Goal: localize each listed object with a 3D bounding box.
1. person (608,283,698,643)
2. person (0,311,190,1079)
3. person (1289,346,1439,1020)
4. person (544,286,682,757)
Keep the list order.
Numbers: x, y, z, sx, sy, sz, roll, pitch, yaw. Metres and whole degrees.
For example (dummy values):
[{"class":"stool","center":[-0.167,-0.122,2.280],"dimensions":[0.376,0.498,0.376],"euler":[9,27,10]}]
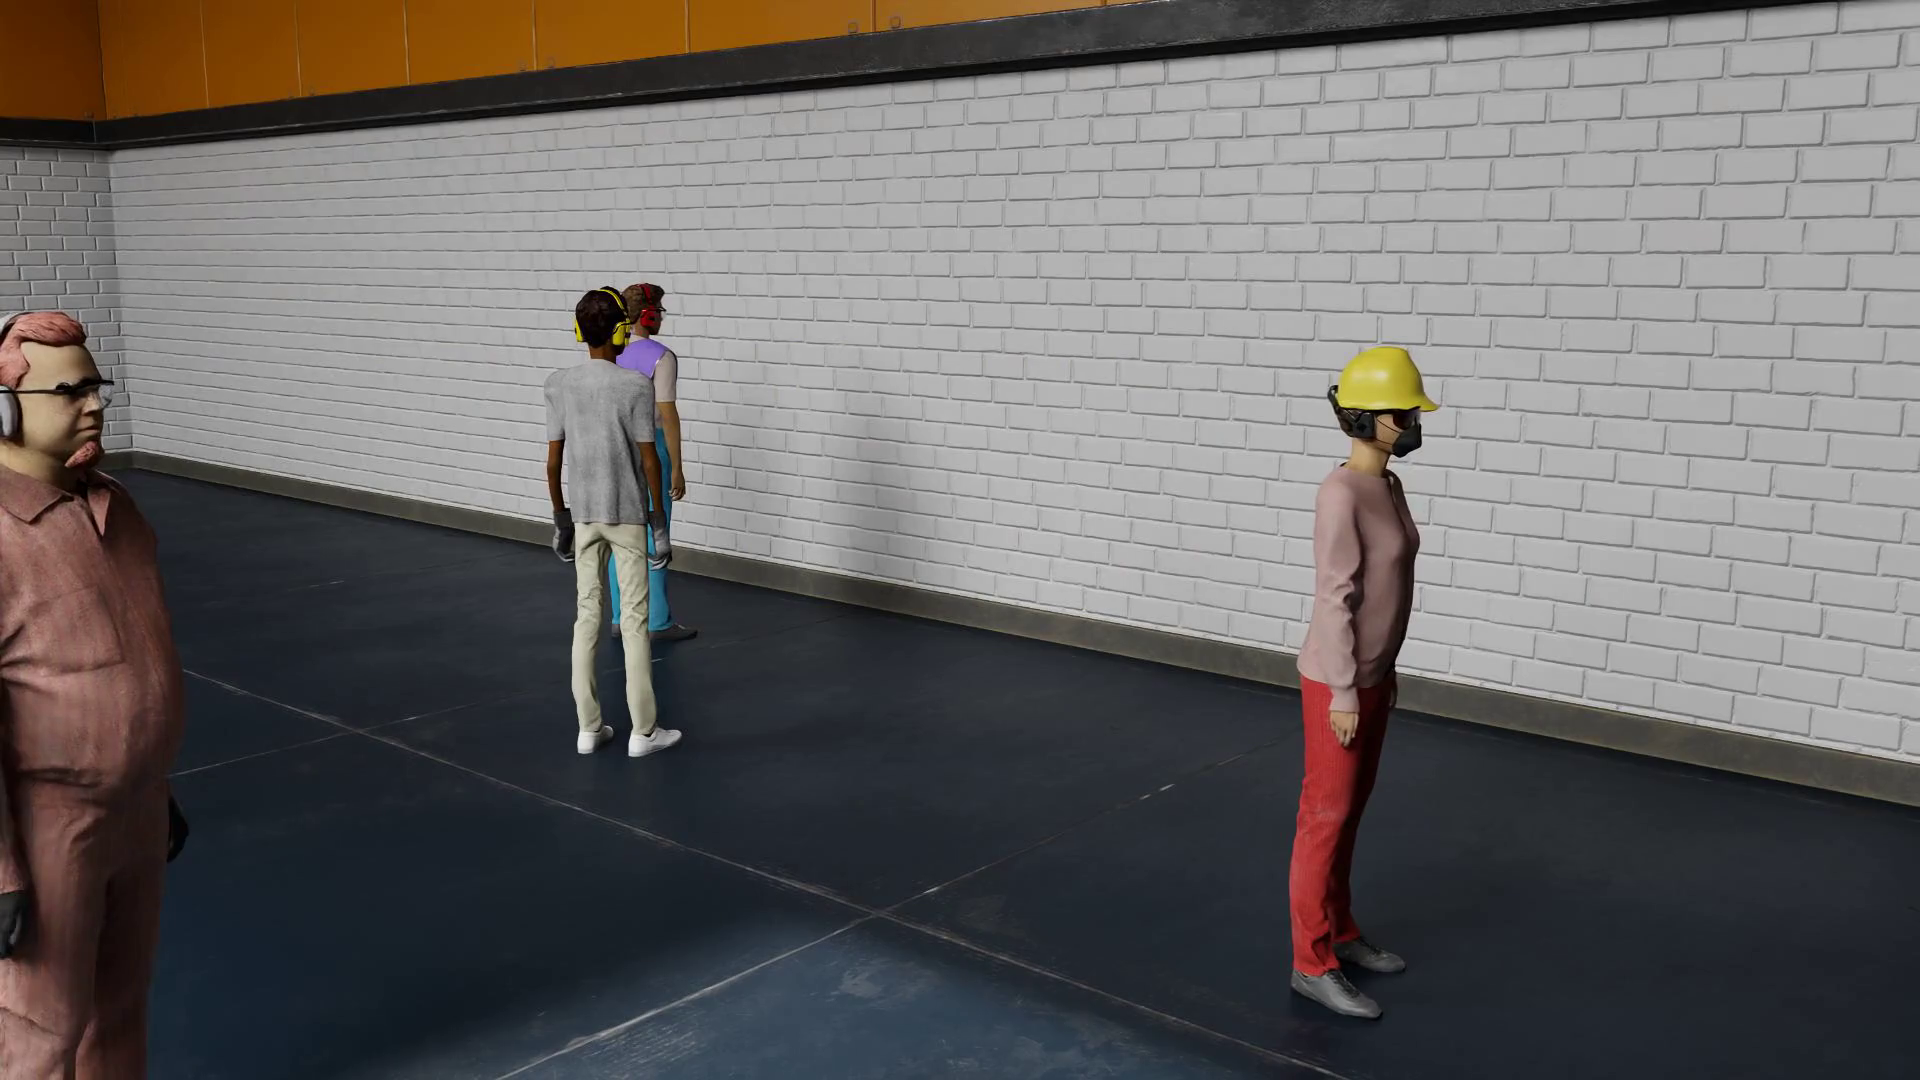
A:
[{"class":"person","center":[-1.652,-0.388,8.555],"dimensions":[0.570,1.840,0.372],"euler":[7,12,36]},{"class":"person","center":[-1.673,0.527,3.162],"dimensions":[0.408,1.909,0.642],"euler":[0,10,1]},{"class":"person","center":[1.083,0.368,4.466],"dimensions":[0.325,1.769,0.524],"euler":[6,11,29]},{"class":"person","center":[-1.394,-0.066,6.640],"dimensions":[0.521,1.873,0.328],"euler":[3,10,15]}]
